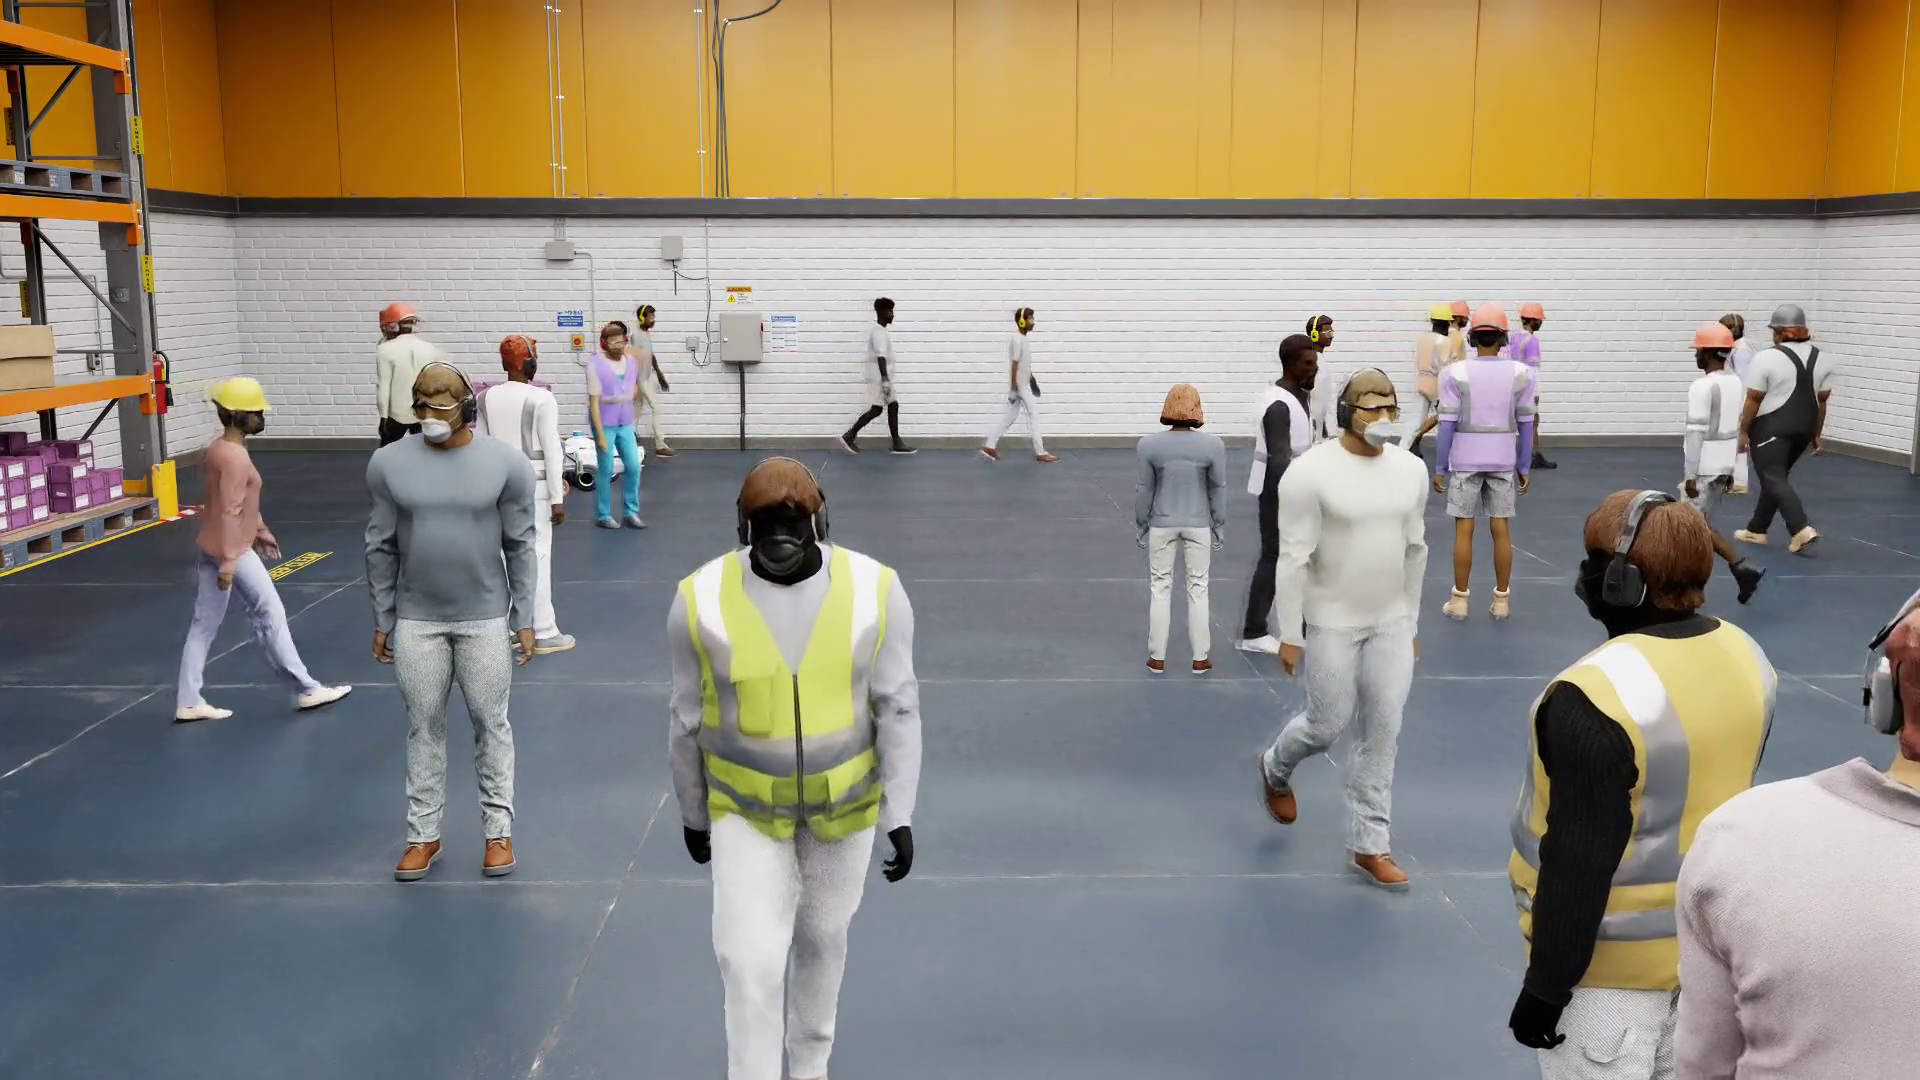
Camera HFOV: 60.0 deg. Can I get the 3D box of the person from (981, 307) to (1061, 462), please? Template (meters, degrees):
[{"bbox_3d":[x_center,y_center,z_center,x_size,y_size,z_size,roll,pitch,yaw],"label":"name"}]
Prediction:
[{"bbox_3d":[0.692,-1.823,19.557,0.935,1.831,0.512,1,9,4],"label":"person"}]

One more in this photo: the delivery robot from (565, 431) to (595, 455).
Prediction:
[{"bbox_3d":[-4.029,-0.911,17.557,0.477,0.478,0.707,8,12,40],"label":"delivery robot"}]

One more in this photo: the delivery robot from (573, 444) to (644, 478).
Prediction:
[{"bbox_3d":[-3.622,-0.847,17.160,0.707,0.478,0.477,-2,9,-13],"label":"delivery robot"}]

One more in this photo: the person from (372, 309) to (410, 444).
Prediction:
[{"bbox_3d":[-5.890,-1.478,17.327,0.574,1.865,0.417,6,11,31],"label":"person"}]

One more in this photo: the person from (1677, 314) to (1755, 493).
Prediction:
[{"bbox_3d":[7.608,-1.355,16.739,0.815,1.816,0.630,3,10,16],"label":"person"}]

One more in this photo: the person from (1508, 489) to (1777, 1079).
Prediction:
[{"bbox_3d":[1.318,0.812,3.339,0.625,1.845,0.429,-7,12,-38],"label":"person"}]

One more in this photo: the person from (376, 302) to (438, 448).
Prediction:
[{"bbox_3d":[-4.942,-1.130,14.835,0.557,1.973,0.658,8,12,41],"label":"person"}]

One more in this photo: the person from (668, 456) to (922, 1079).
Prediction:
[{"bbox_3d":[-0.401,0.704,4.121,0.622,1.806,0.827,-2,9,-10],"label":"person"}]

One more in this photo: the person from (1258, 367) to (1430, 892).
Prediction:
[{"bbox_3d":[1.440,0.298,6.268,0.640,1.918,0.779,-4,10,-21],"label":"person"}]

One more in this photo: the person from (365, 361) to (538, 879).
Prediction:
[{"bbox_3d":[-1.884,0.301,6.201,0.627,1.934,0.370,-1,9,-6],"label":"person"}]

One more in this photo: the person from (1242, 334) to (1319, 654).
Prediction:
[{"bbox_3d":[2.017,-0.245,9.681,0.778,1.886,0.619,4,10,24],"label":"person"}]

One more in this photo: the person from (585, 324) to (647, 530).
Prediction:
[{"bbox_3d":[-2.997,-0.959,14.338,0.631,1.791,0.598,7,11,36],"label":"person"}]

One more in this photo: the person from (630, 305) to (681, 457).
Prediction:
[{"bbox_3d":[-3.708,-1.899,20.021,0.842,1.830,0.541,-1,9,-5],"label":"person"}]

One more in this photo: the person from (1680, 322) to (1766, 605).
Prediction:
[{"bbox_3d":[5.086,-0.498,11.158,0.549,1.918,0.757,-6,11,-34],"label":"person"}]

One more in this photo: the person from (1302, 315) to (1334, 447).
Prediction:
[{"bbox_3d":[3.097,-1.015,14.459,0.329,1.872,0.508,4,10,24],"label":"person"}]

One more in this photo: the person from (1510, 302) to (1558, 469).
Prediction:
[{"bbox_3d":[6.312,-1.730,18.751,0.912,1.906,0.556,0,9,0],"label":"person"}]

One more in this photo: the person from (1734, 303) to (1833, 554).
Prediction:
[{"bbox_3d":[6.643,-0.924,13.378,0.684,2.000,0.980,-3,10,-16],"label":"person"}]

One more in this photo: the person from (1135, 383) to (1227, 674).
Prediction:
[{"bbox_3d":[1.233,-0.059,9.321,0.507,1.633,0.277,1,9,7],"label":"person"}]

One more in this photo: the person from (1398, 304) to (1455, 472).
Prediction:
[{"bbox_3d":[5.232,-1.674,18.479,0.971,1.885,0.602,-3,10,-20],"label":"person"}]

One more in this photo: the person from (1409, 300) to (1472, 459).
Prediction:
[{"bbox_3d":[5.708,-1.859,19.529,0.866,1.913,0.550,0,9,1],"label":"person"}]

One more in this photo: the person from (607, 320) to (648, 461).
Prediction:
[{"bbox_3d":[-3.844,-1.645,18.865,0.351,1.681,0.551,3,10,19],"label":"person"}]

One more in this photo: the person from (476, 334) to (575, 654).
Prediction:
[{"bbox_3d":[-2.583,-0.265,9.824,0.575,1.882,0.361,4,10,23],"label":"person"}]

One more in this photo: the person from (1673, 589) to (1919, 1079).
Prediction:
[{"bbox_3d":[1.240,0.974,2.136,0.407,1.913,0.641,-7,12,-37],"label":"person"}]

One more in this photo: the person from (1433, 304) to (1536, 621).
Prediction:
[{"bbox_3d":[3.370,-0.495,10.744,0.615,2.039,0.381,1,9,4],"label":"person"}]

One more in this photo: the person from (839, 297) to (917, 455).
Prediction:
[{"bbox_3d":[-1.011,-1.989,20.231,0.908,1.935,0.616,0,9,-2],"label":"person"}]

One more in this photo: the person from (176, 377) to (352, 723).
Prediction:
[{"bbox_3d":[-3.555,0.053,8.362,0.884,1.726,0.539,-7,12,-36],"label":"person"}]
